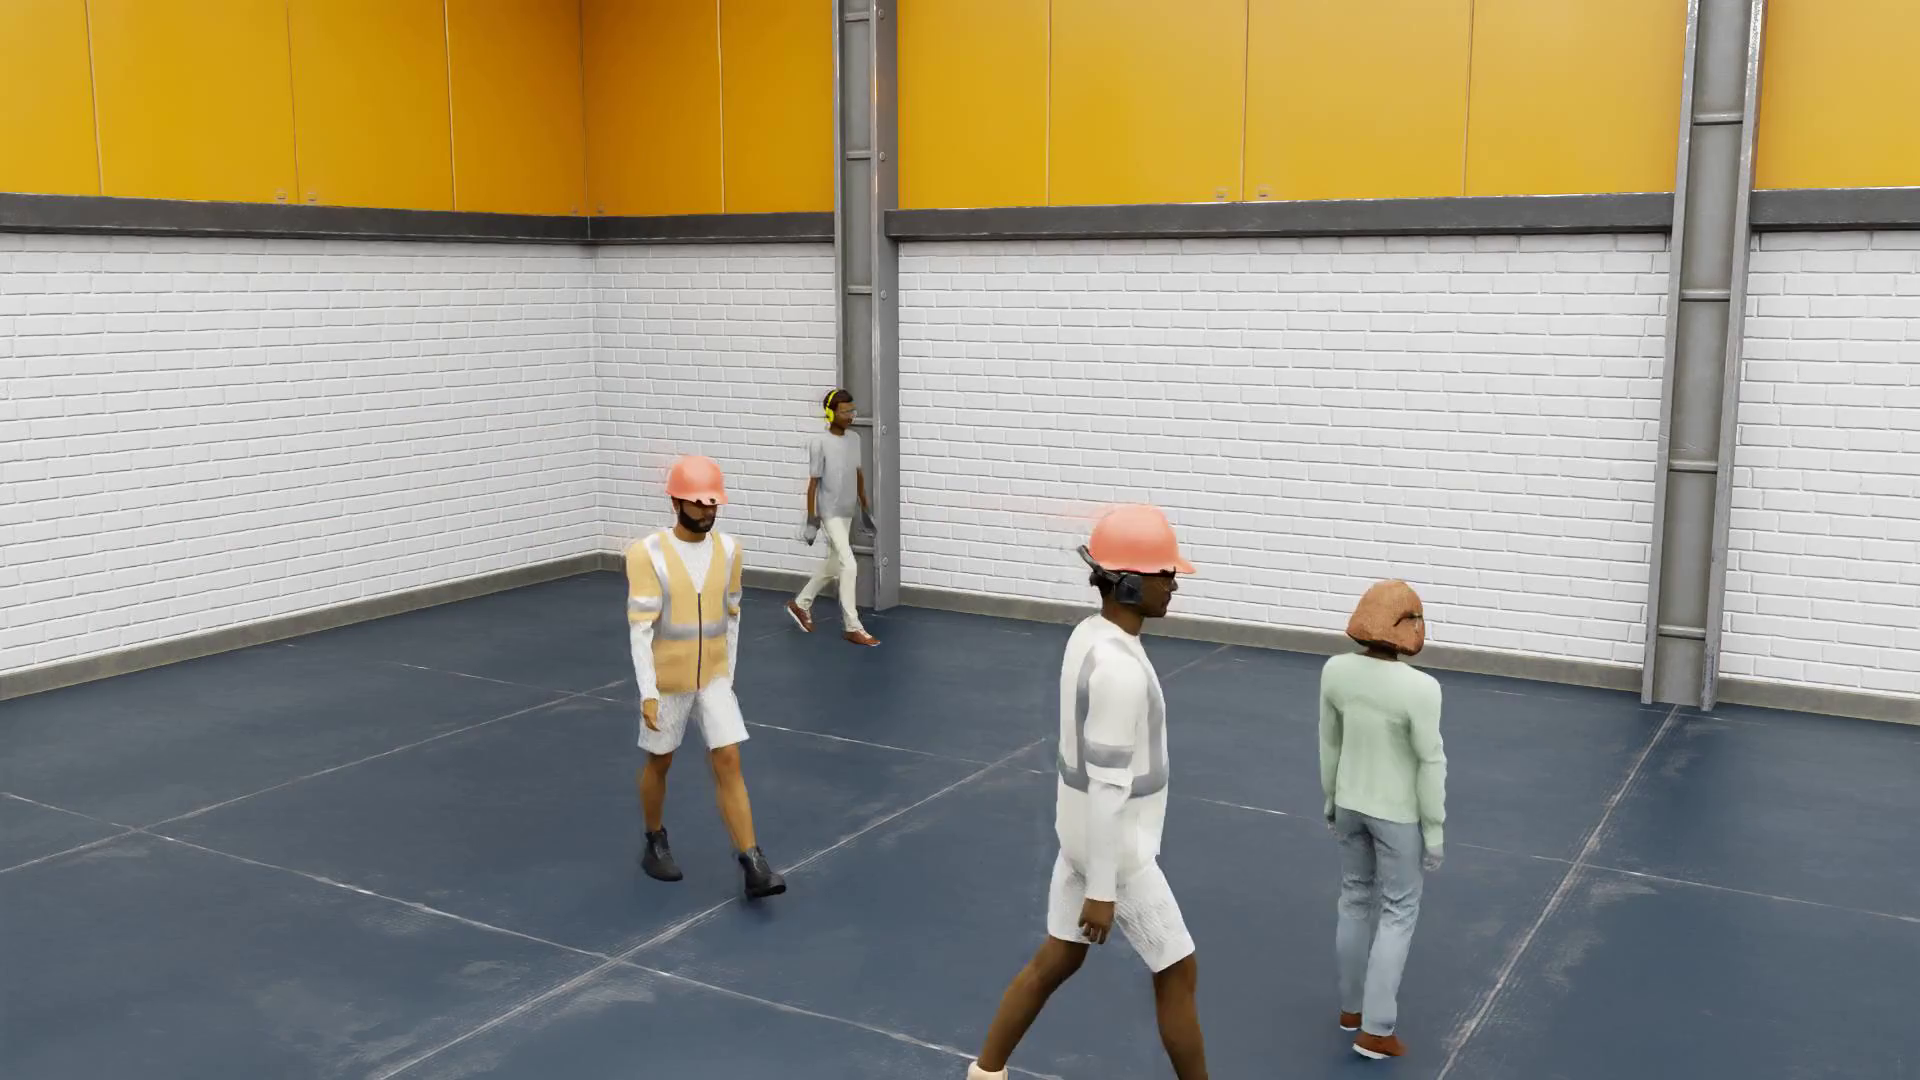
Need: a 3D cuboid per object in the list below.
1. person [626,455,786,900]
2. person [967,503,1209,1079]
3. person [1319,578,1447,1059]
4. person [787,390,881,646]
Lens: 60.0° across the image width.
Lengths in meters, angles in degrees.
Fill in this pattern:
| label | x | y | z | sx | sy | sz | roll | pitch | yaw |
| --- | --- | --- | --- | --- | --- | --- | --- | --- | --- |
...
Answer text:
| label | x | y | z | sx | sy | sz | roll | pitch | yaw |
| --- | --- | --- | --- | --- | --- | --- | --- | --- | --- |
| person | -1.111 | 0.592 | 7.007 | 0.570 | 1.887 | 0.979 | -6 | 11 | -34 |
| person | 0.440 | 0.874 | 4.934 | 1.038 | 1.995 | 0.626 | -1 | 9 | -5 |
| person | 1.442 | 0.938 | 5.679 | 0.316 | 1.641 | 0.502 | -7 | 11 | -36 |
| person | -0.939 | -0.183 | 12.025 | 0.879 | 1.837 | 0.510 | 5 | 11 | 31 |
